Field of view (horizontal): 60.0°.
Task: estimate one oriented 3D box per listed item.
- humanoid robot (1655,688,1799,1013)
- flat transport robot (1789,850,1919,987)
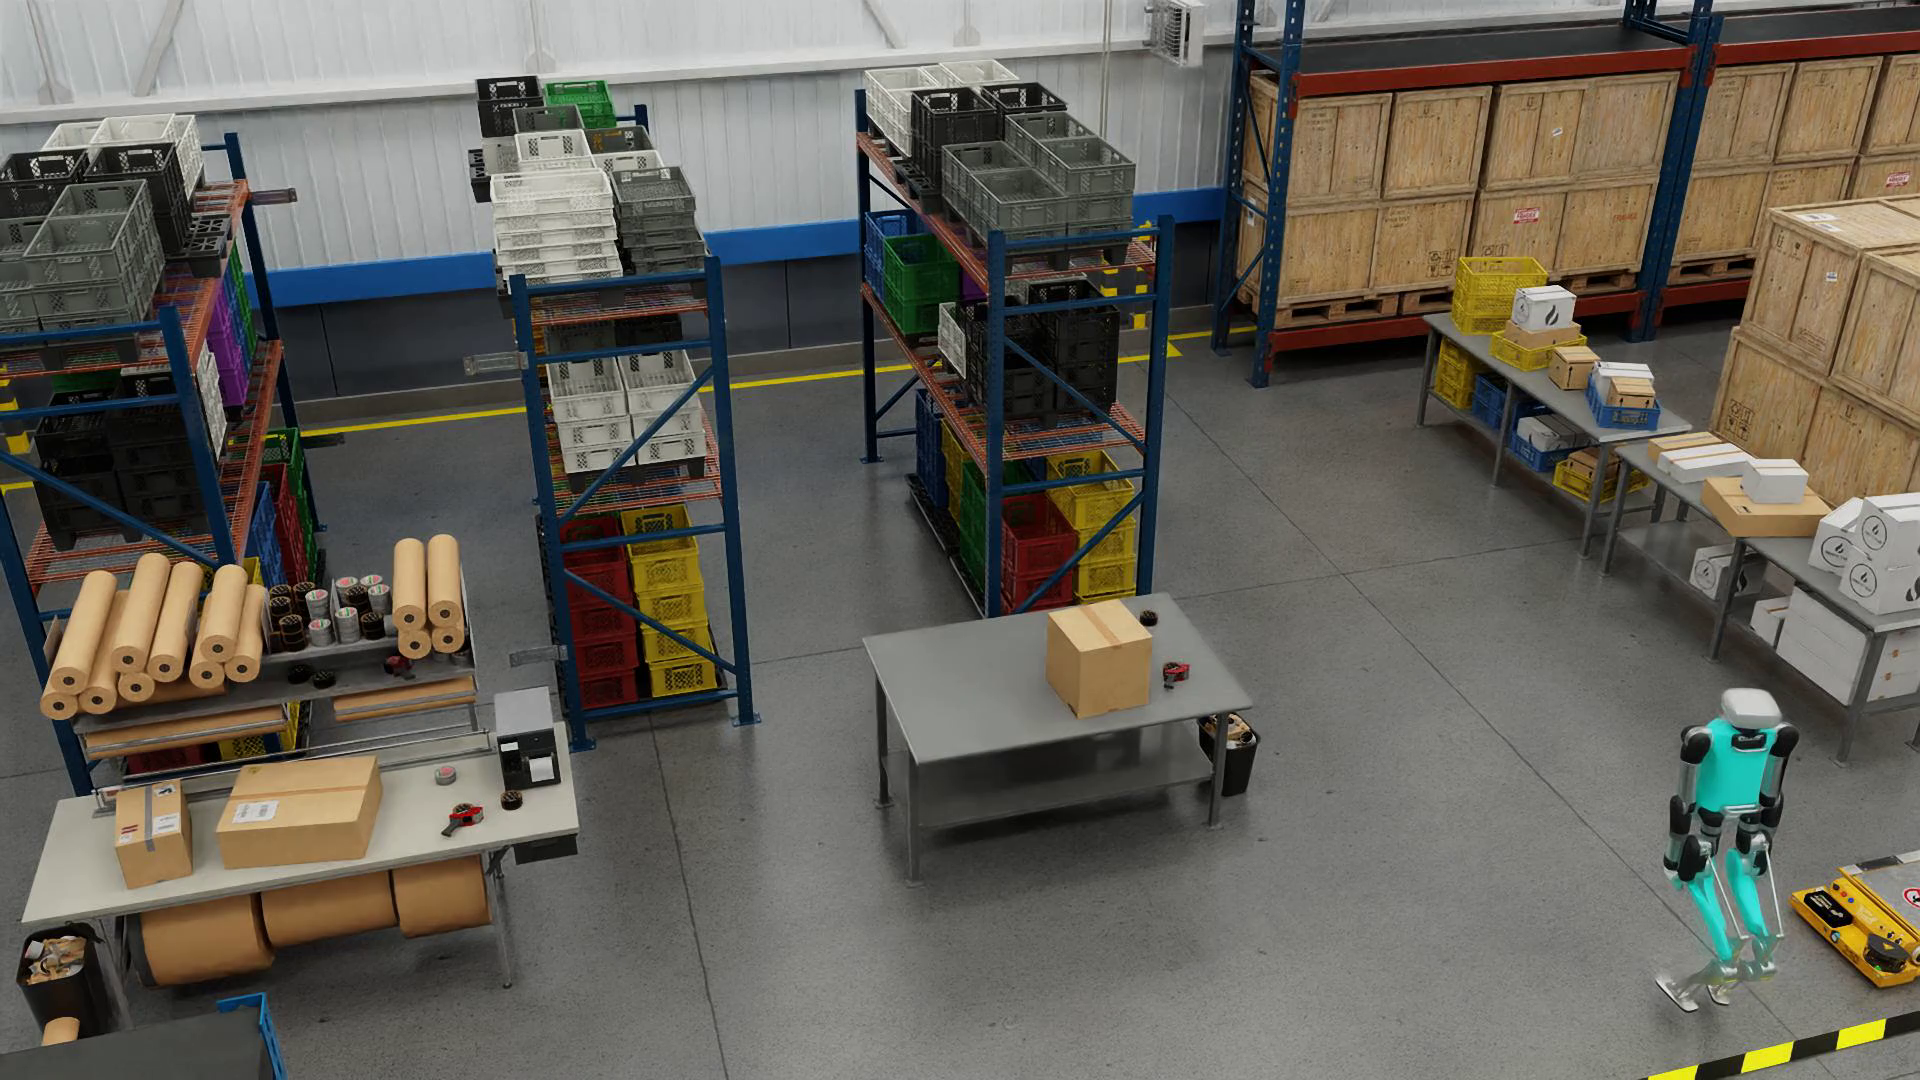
[{"bbox_3d":[3.604,1.540,7.694,0.533,1.677,0.735,-3,29,-5],"label":"humanoid robot"},{"bbox_3d":[5.163,1.916,8.676,1.431,0.231,0.659,-8,30,-14],"label":"flat transport robot"}]
